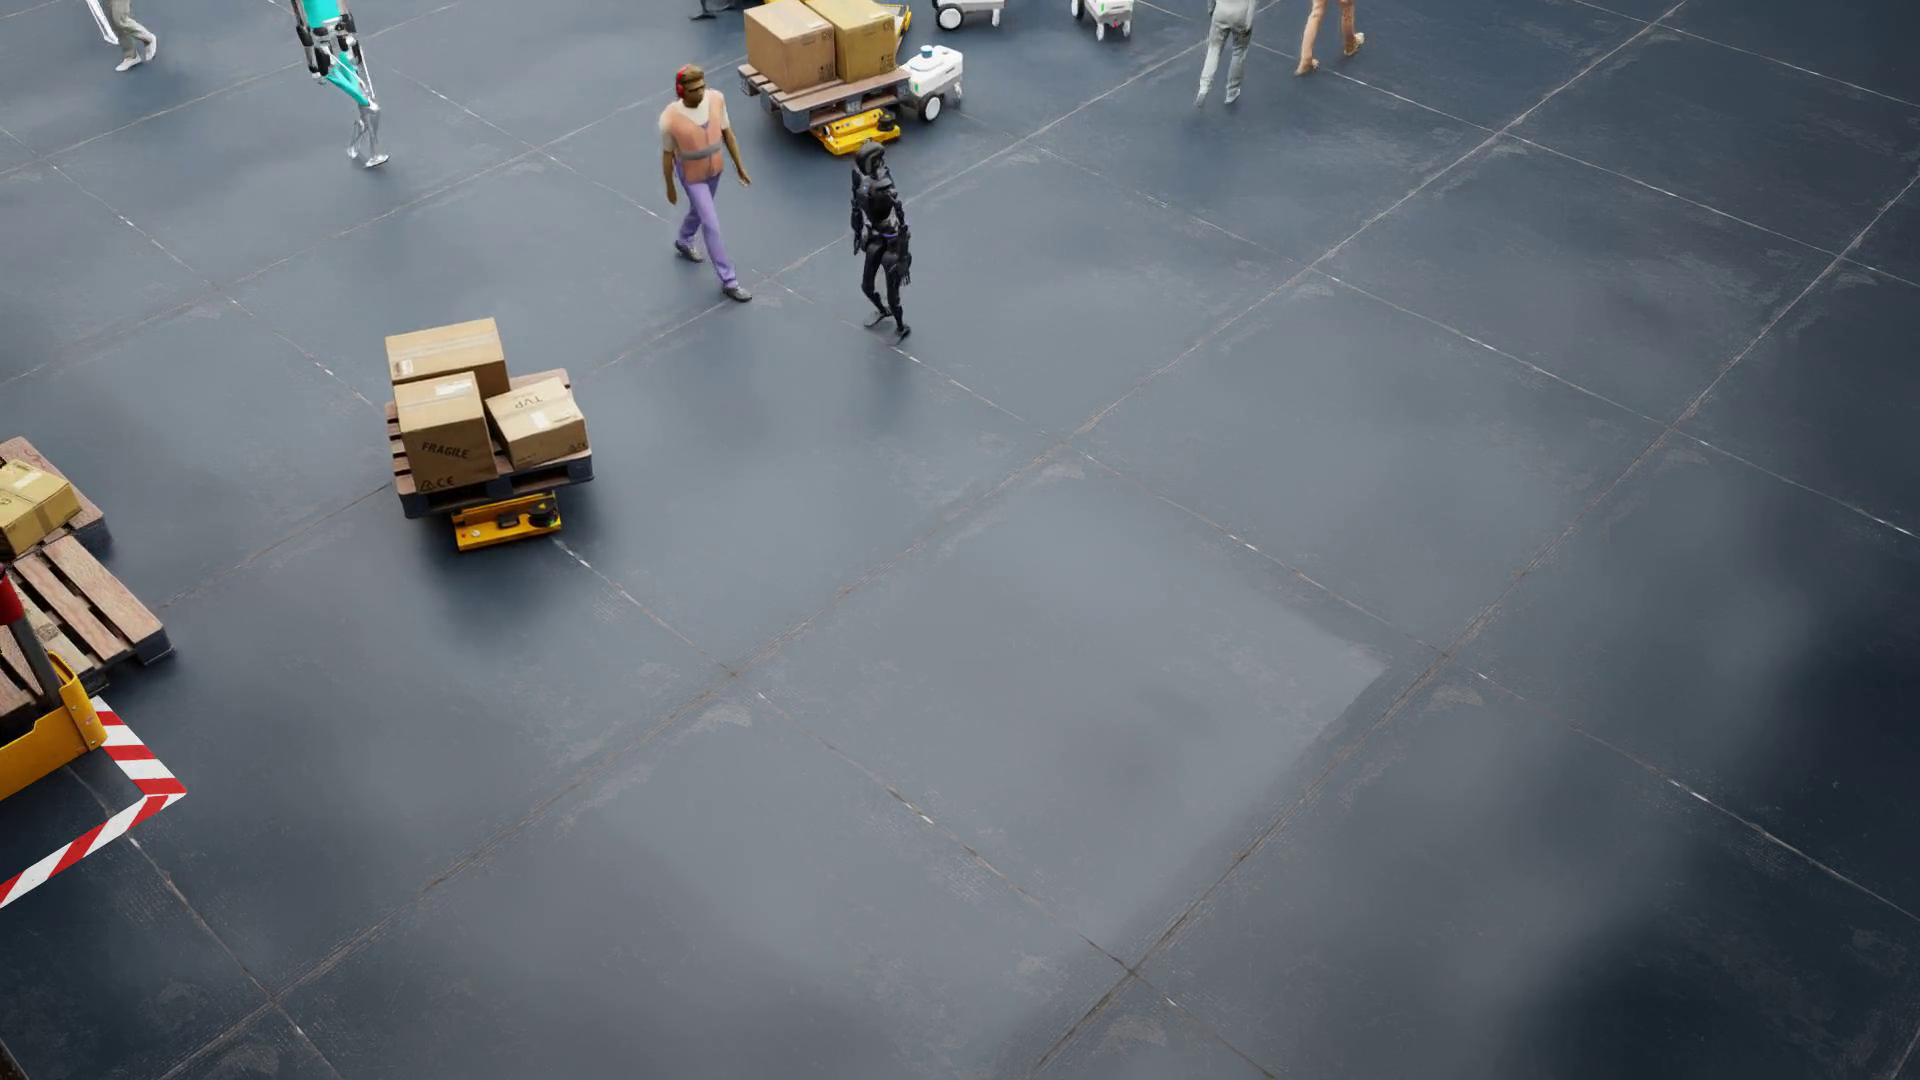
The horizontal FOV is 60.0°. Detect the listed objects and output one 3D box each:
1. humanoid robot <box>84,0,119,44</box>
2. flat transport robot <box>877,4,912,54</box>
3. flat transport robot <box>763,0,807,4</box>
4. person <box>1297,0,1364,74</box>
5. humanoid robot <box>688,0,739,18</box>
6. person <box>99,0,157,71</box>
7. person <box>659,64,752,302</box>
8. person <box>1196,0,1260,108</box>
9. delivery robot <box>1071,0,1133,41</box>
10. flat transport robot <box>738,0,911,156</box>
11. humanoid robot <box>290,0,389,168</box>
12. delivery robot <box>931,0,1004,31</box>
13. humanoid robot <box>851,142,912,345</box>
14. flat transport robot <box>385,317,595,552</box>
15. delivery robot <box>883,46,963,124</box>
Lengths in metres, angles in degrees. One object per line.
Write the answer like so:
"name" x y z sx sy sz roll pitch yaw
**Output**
"humanoid robot" -8.333 -5.636 15.711 0.579 1.786 0.867 -30 50 -29
"flat transport robot" -0.901 -4.750 15.806 0.659 0.231 1.431 6 42 6
"flat transport robot" -1.936 -5.832 17.008 0.659 0.231 1.431 -21 46 -22
"person" 3.474 -5.158 15.187 0.492 1.701 0.910 31 51 30
"humanoid robot" -2.445 -5.850 15.990 0.493 1.633 0.607 -7 42 -8
"person" -7.750 -5.069 15.138 0.531 1.626 0.367 19 45 20
"person" -1.948 -2.745 12.439 0.978 1.796 0.574 30 50 29
"person" 2.370 -4.578 14.520 0.487 1.722 0.613 16 44 17
"delivery robot" 1.409 -5.233 16.134 0.499 0.602 0.801 -10 43 -11
"flat transport robot" -1.188 -3.877 14.836 0.659 0.231 1.431 -24 47 -24
"humanoid robot" -5.027 -3.938 13.818 0.951 1.747 0.596 29 49 28
"delivery robot" 0.087 -5.315 16.212 0.756 0.584 0.499 -4 42 -5
"humanoid robot" -0.538 -2.108 11.826 0.410 1.643 0.609 -32 51 -30
"flat transport robot" -3.099 -0.497 11.079 0.659 0.231 1.431 -13 44 -14
"delivery robot" -0.292 -4.121 14.888 0.525 0.587 0.734 27 48 27
